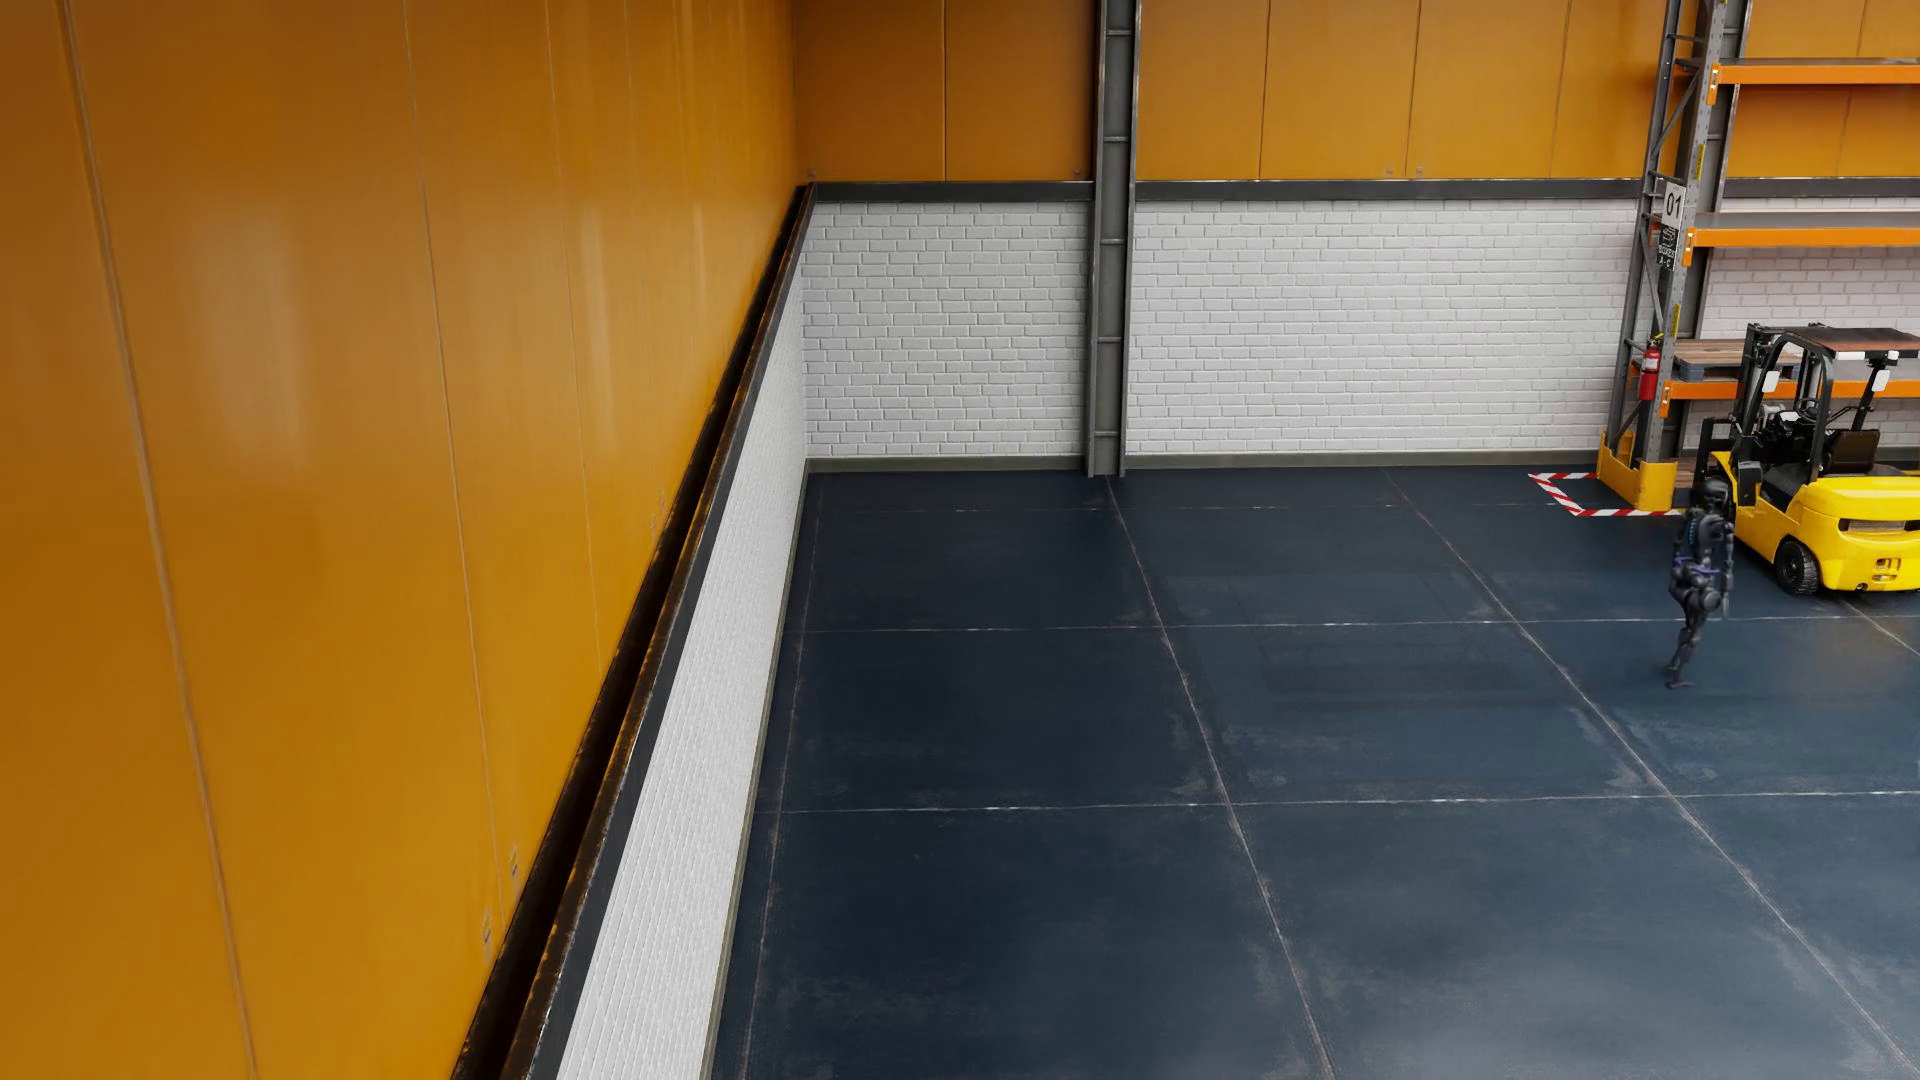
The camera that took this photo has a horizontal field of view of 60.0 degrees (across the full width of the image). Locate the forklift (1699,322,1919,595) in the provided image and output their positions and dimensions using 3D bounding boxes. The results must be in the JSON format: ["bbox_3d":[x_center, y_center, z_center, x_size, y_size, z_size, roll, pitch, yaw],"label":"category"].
[{"bbox_3d":[7.809,-0.792,14.926,1.214,2.155,2.313,-1,20,-2],"label":"forklift"}]

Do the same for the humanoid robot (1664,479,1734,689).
[{"bbox_3d":[5.603,0.330,12.624,0.367,1.643,0.612,-7,21,-19],"label":"humanoid robot"}]
